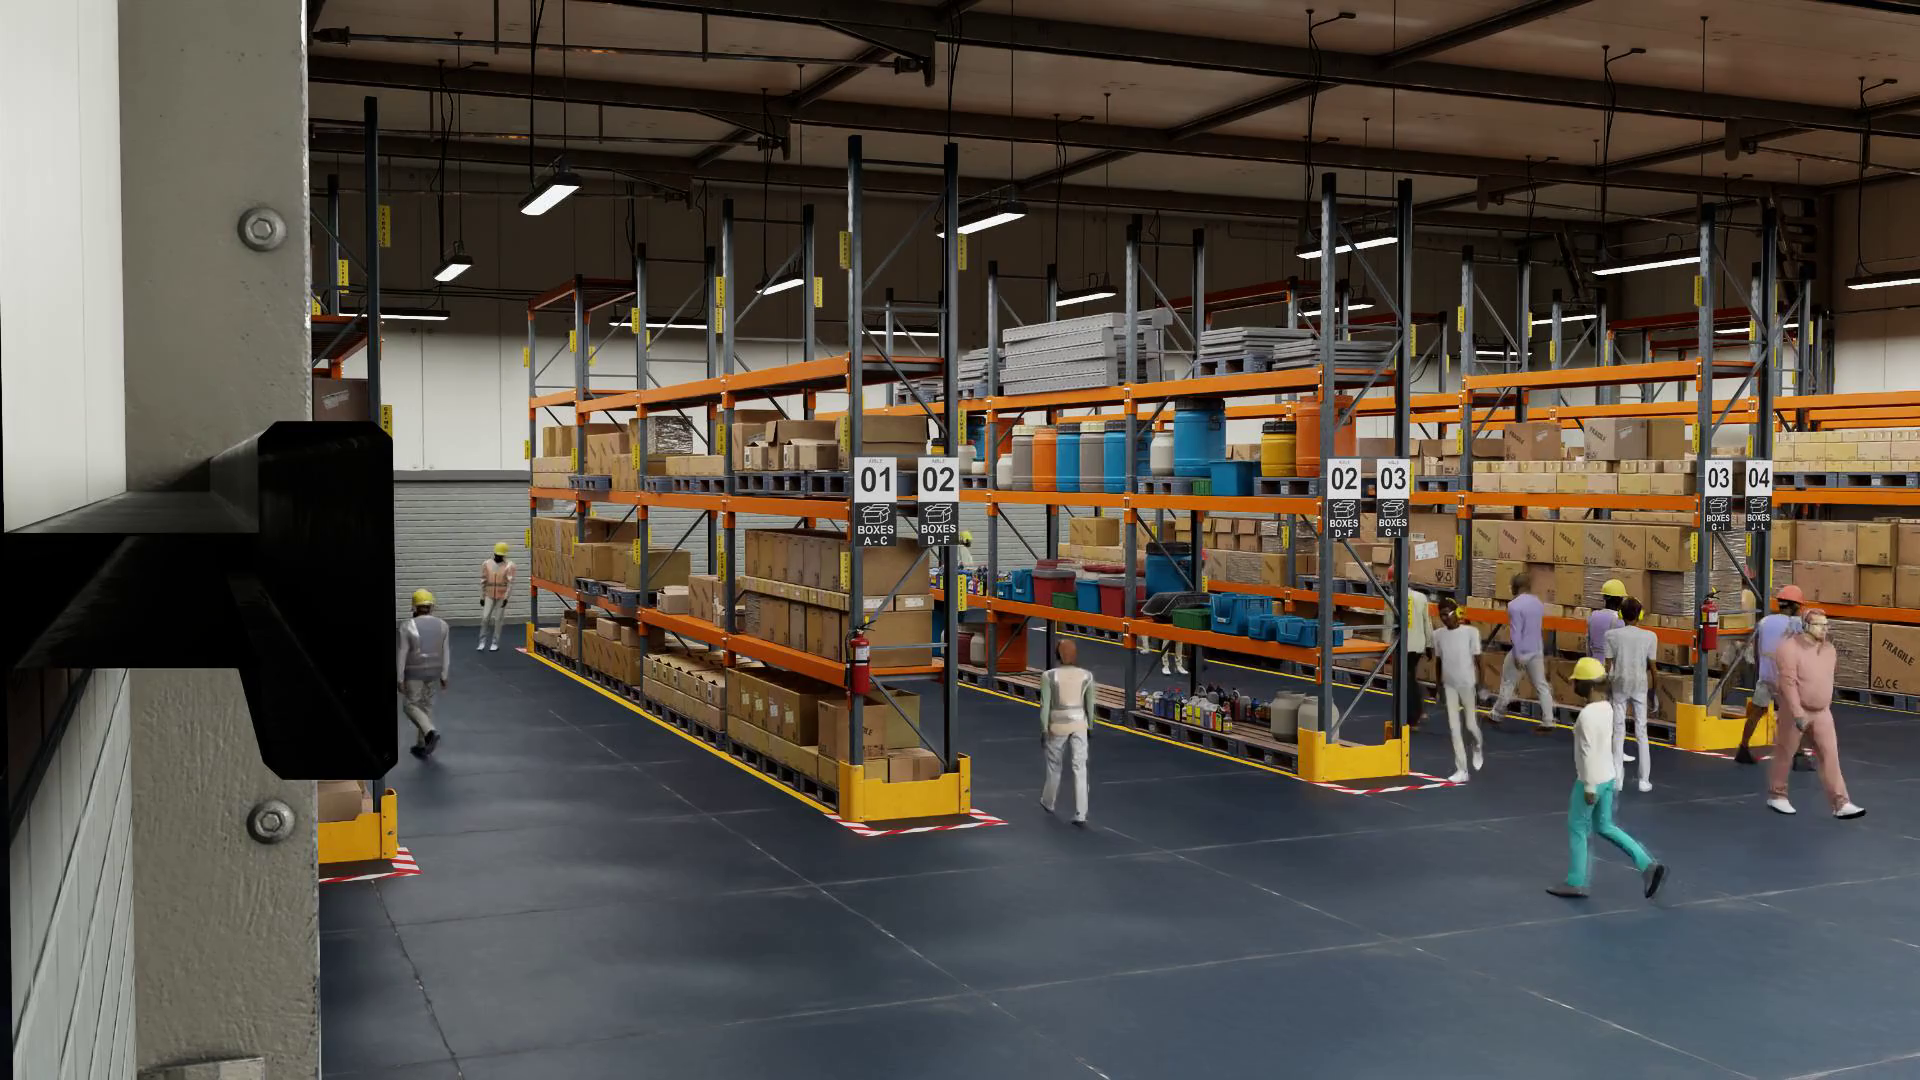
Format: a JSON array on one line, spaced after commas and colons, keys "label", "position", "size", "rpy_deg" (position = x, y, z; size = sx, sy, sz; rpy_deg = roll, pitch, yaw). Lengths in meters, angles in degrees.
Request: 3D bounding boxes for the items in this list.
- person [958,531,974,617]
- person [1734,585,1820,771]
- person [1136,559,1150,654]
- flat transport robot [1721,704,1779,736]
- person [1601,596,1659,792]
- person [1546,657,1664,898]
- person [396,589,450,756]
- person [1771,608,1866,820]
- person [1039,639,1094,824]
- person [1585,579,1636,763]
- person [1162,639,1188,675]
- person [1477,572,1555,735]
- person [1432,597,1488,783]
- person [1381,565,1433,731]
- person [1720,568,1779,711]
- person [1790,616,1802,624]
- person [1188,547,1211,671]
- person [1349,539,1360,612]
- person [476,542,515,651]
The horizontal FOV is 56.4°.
[{"label": "person", "position": [0.131, 0.722, 37.625], "size": [0.545, 1.814, 0.591], "rpy_deg": [0, 2, 3]}, {"label": "person", "position": [8.516, 1.416, 18.589], "size": [0.487, 1.909, 0.652], "rpy_deg": [-1, 2, -26]}, {"label": "person", "position": [3.009, 1.113, 30.280], "size": [0.512, 1.576, 0.865], "rpy_deg": [-1, 2, -25]}, {"label": "flat transport robot", "position": [9.348, 2.130, 21.289], "size": [0.652, 0.197, 1.431], "rpy_deg": [-1, 2, -23]}, {"label": "person", "position": [6.449, 1.478, 17.247], "size": [0.533, 1.864, 0.310], "rpy_deg": [1, 2, 18]}, {"label": "person", "position": [4.613, 1.711, 12.807], "size": [0.727, 1.744, 0.530], "rpy_deg": [2, 3, 38]}, {"label": "person", "position": [-5.743, 1.428, 19.222], "size": [0.616, 1.811, 0.604], "rpy_deg": [2, 3, 43]}, {"label": "person", "position": [7.540, 1.538, 15.809], "size": [0.648, 1.855, 1.010], "rpy_deg": [-1, 2, -14]}, {"label": "person", "position": [0.931, 1.667, 15.744], "size": [0.536, 1.589, 0.885], "rpy_deg": [-1, 2, -15]}, {"label": "person", "position": [6.904, 1.380, 19.003], "size": [0.367, 1.927, 0.590], "rpy_deg": [-1, 2, -25]}, {"label": "person", "position": [3.255, 1.102, 27.041], "size": [0.528, 1.867, 0.313], "rpy_deg": [-1, 2, -21]}, {"label": "person", "position": [6.576, 1.324, 21.058], "size": [0.625, 1.878, 1.030], "rpy_deg": [-2, 3, -35]}, {"label": "person", "position": [5.043, 1.473, 17.954], "size": [0.581, 1.829, 0.748], "rpy_deg": [2, 3, 37]}, {"label": "person", "position": [5.286, 1.272, 21.256], "size": [0.644, 1.969, 0.450], "rpy_deg": [-1, 2, -23]}, {"label": "person", "position": [9.952, 1.255, 22.761], "size": [0.543, 1.896, 0.986], "rpy_deg": [-1, 3, -33]}, {"label": "person", "position": [9.755, 1.436, 21.044], "size": [0.538, 1.657, 0.852], "rpy_deg": [-1, 2, -18]}, {"label": "person", "position": [3.685, 1.064, 27.451], "size": [0.479, 1.920, 0.550], "rpy_deg": [2, 3, 42]}, {"label": "person", "position": [7.246, 0.899, 32.584], "size": [0.588, 1.851, 0.836], "rpy_deg": [-1, 3, -32]}, {"label": "person", "position": [-7.893, 0.968, 30.511], "size": [0.627, 1.869, 0.639], "rpy_deg": [0, 2, 1]}]
